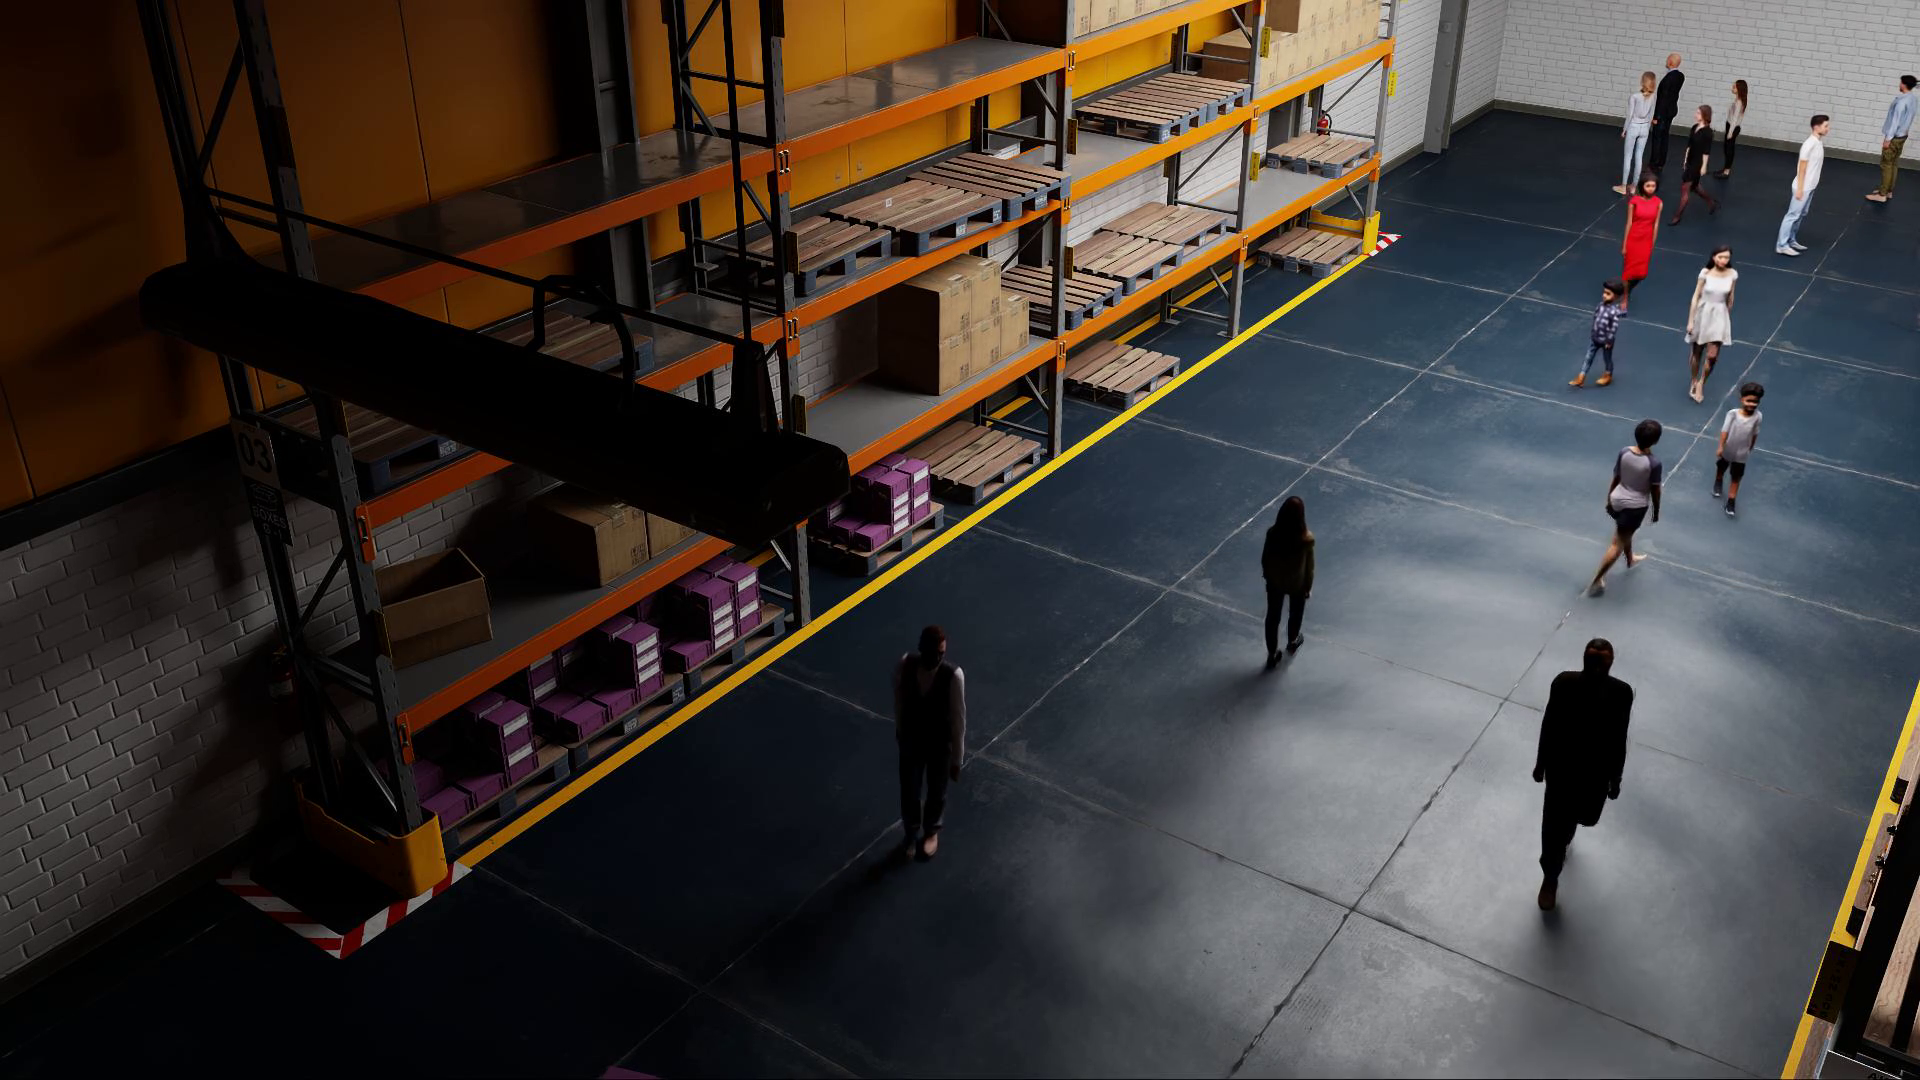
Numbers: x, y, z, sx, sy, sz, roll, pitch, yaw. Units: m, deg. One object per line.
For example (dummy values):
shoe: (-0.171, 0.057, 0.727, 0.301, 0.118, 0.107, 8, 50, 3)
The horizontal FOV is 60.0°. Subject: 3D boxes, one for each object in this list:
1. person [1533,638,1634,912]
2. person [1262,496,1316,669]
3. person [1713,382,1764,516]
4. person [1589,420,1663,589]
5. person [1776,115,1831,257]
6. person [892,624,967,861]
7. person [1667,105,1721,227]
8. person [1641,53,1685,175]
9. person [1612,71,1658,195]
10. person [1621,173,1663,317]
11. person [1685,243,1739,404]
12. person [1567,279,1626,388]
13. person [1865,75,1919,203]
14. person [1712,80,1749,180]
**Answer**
person: (4.033, 1.438, 10.805, 0.919, 1.874, 1.272, 10, 30, 18)
person: (2.568, 0.364, 13.203, 0.670, 1.462, 0.787, 13, 31, 23)
person: (7.360, -0.924, 15.793, 0.625, 1.243, 0.928, 10, 30, 18)
person: (5.727, -0.277, 14.321, 1.139, 1.517, 0.821, -18, 33, -30)
person: (11.239, -4.741, 22.144, 0.753, 1.862, 0.534, 23, 36, 36)
person: (-0.224, 1.296, 11.034, 0.809, 1.903, 0.844, 13, 31, 22)
person: (10.341, -5.213, 23.200, 1.058, 1.680, 0.998, -5, 29, -9)
person: (10.813, -6.553, 25.532, 0.601, 1.799, 0.807, -23, 36, -36)
person: (9.996, -6.021, 24.561, 0.659, 1.795, 0.721, -5, 29, -9)
person: (8.197, -3.605, 20.195, 0.741, 1.734, 0.825, 2, 29, 4)
person: (8.020, -2.355, 17.879, 0.751, 1.757, 0.827, 7, 29, 12)
person: (7.103, -2.248, 18.241, 0.904, 1.224, 0.735, -14, 32, -24)
person: (13.646, -5.861, 24.252, 0.588, 1.809, 0.789, -23, 36, -36)
person: (11.782, -6.257, 25.320, 0.630, 1.482, 0.455, 13, 31, 23)
